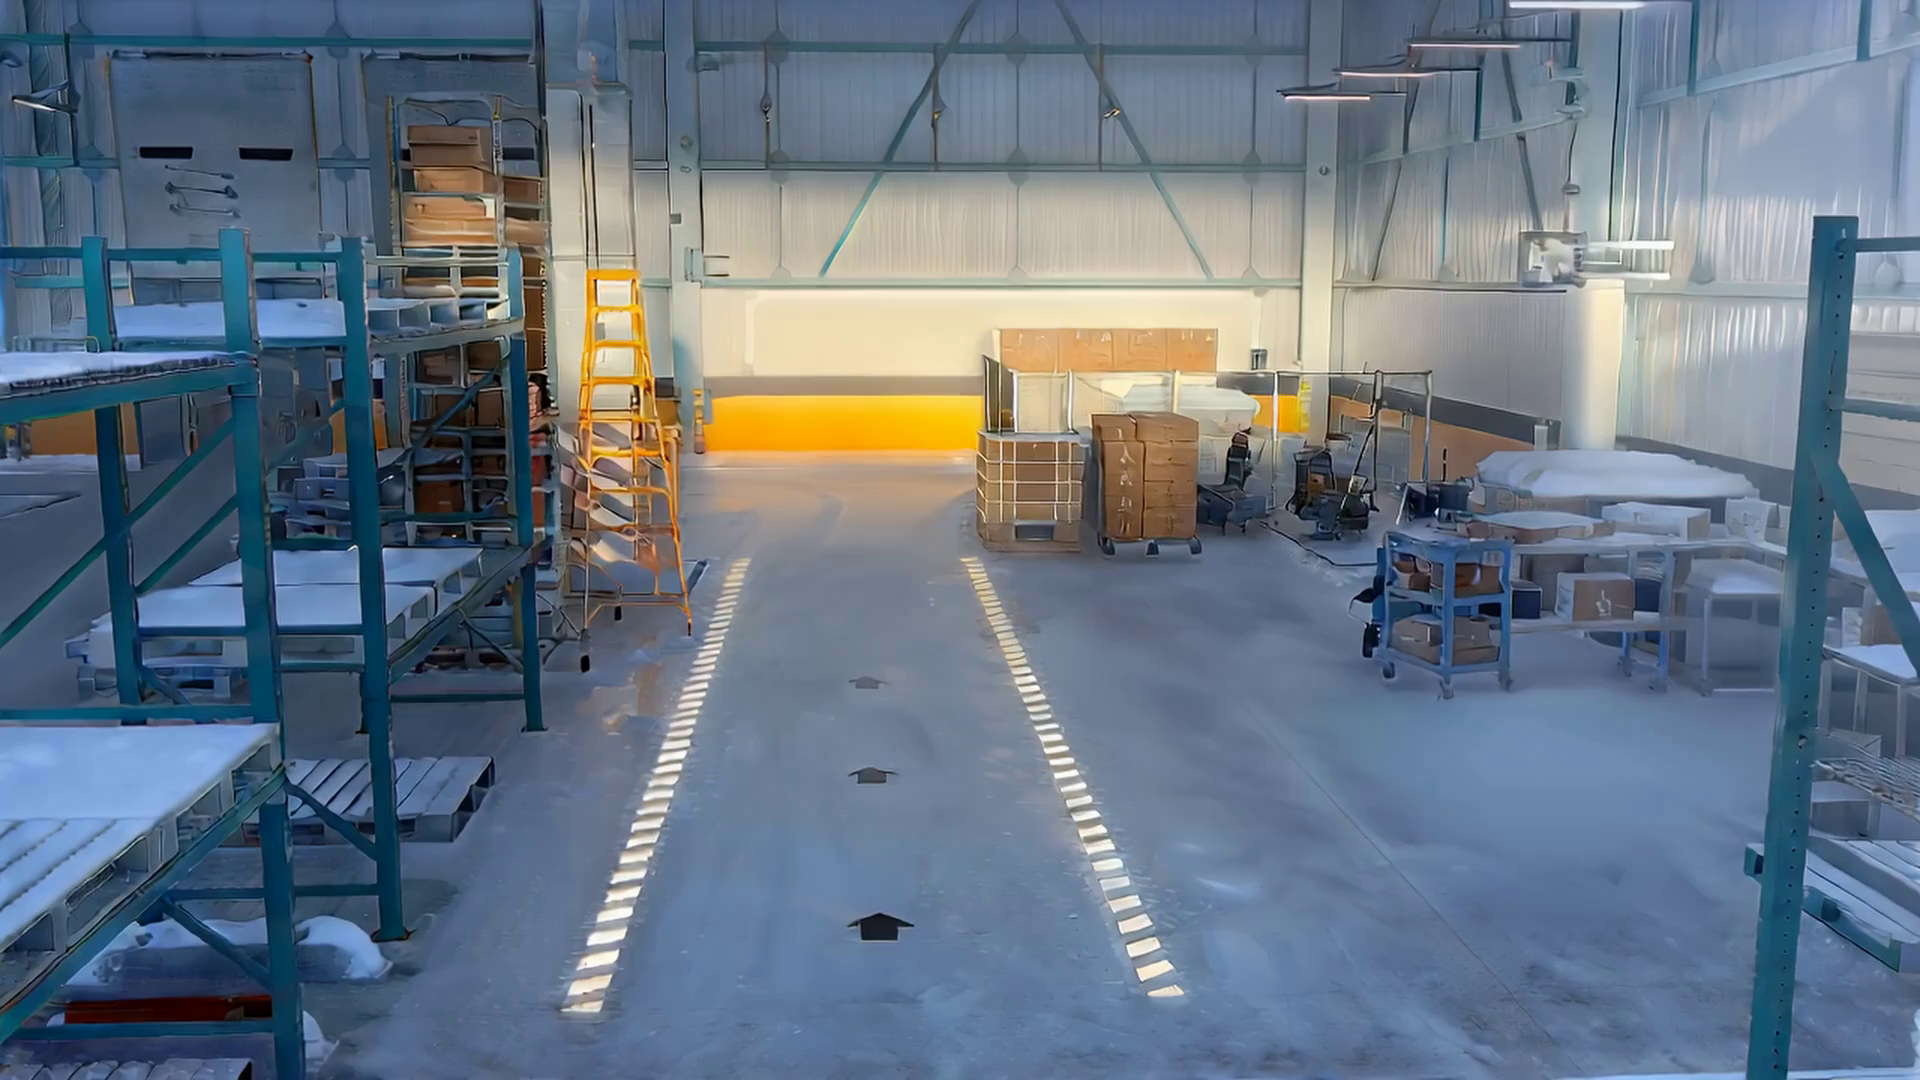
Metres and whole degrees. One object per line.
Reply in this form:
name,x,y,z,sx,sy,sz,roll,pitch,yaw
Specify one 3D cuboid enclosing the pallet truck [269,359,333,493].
pallet truck,-7.062,-1.131,18.996,1.885,1.965,0.823,2,9,13
